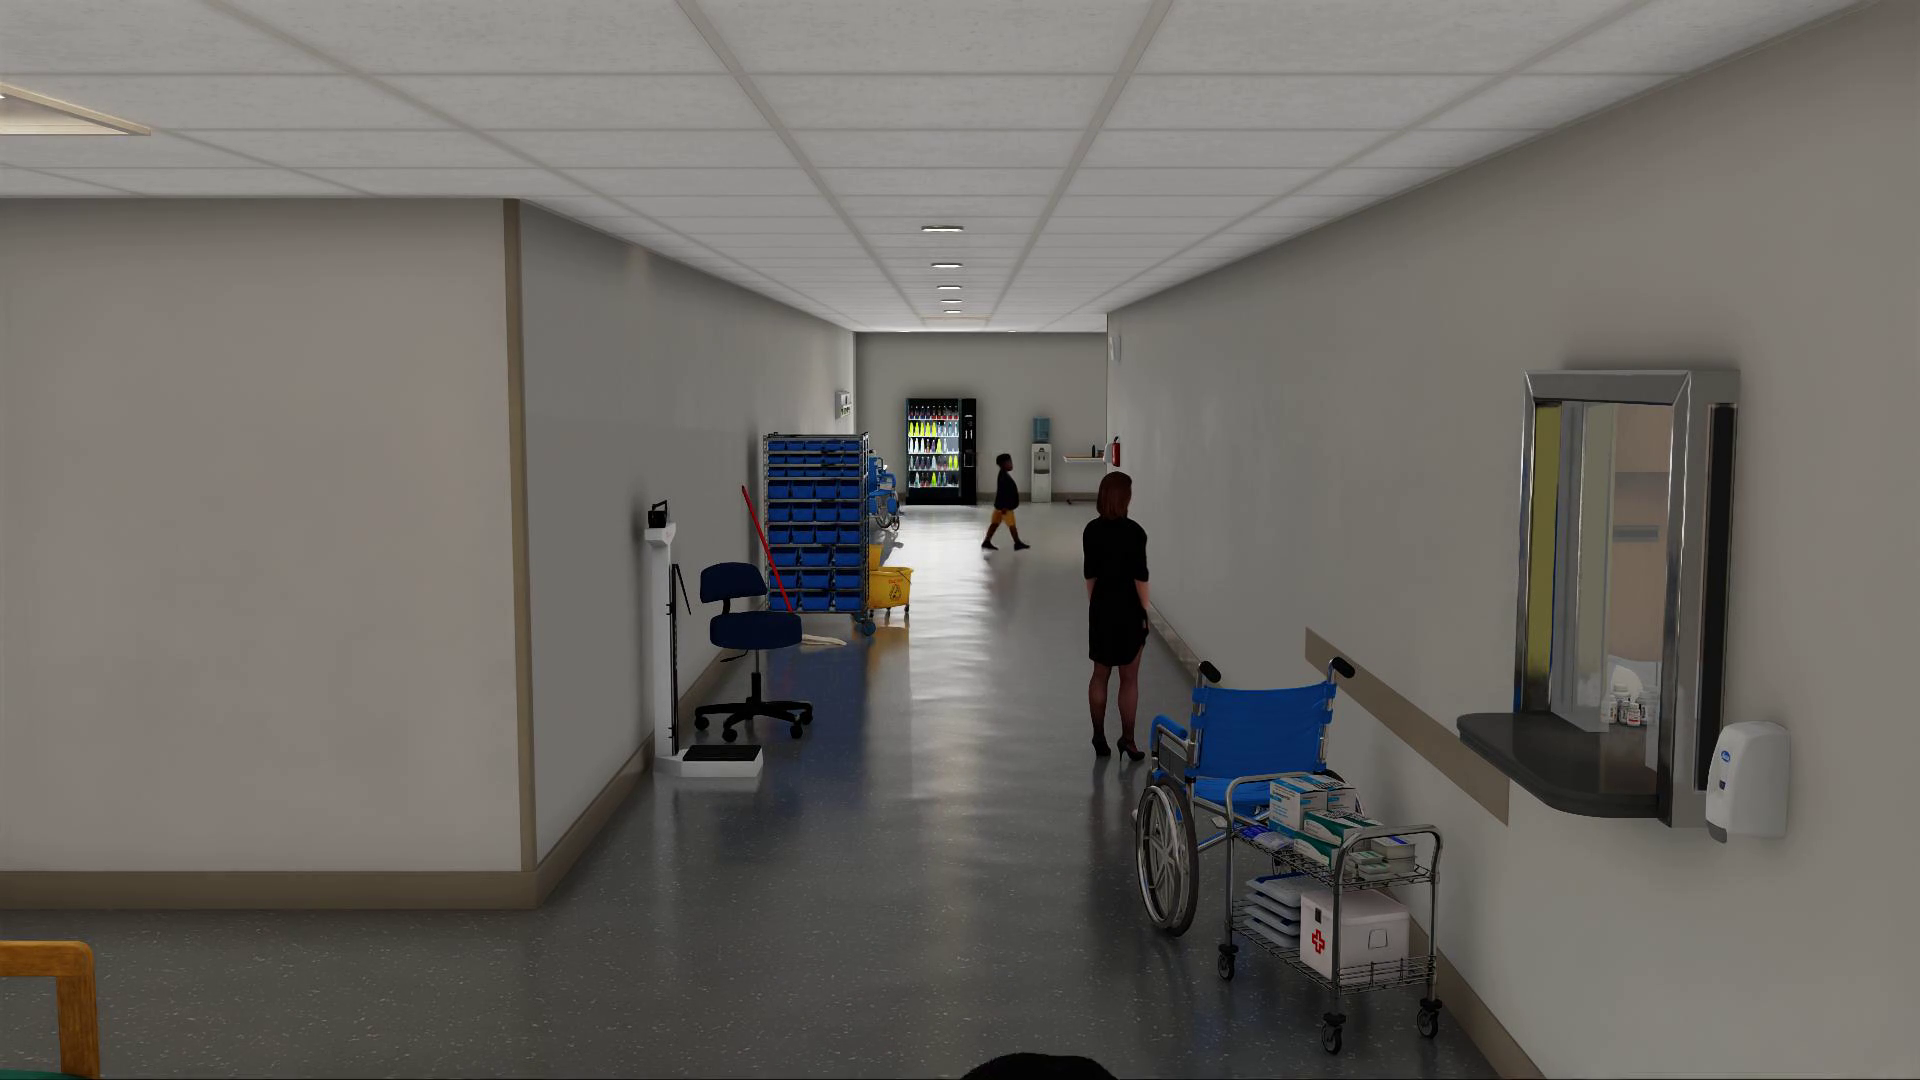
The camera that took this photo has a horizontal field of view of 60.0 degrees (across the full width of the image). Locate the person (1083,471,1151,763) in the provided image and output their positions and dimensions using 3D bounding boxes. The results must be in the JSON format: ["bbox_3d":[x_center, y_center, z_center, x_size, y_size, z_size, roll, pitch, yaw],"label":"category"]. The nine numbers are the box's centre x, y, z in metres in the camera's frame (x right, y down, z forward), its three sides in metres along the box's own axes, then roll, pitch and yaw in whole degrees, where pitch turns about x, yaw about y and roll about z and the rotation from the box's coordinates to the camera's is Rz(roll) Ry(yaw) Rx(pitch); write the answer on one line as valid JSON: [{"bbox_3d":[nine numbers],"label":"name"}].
[{"bbox_3d":[0.920,0.447,9.796,0.625,1.700,0.714,4,7,37],"label":"person"}]

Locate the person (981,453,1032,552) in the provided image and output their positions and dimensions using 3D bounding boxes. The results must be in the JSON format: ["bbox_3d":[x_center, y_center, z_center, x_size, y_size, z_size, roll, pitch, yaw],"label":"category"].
[{"bbox_3d":[0.492,-0.451,21.007,0.916,1.243,0.672,-2,6,-15],"label":"person"}]
